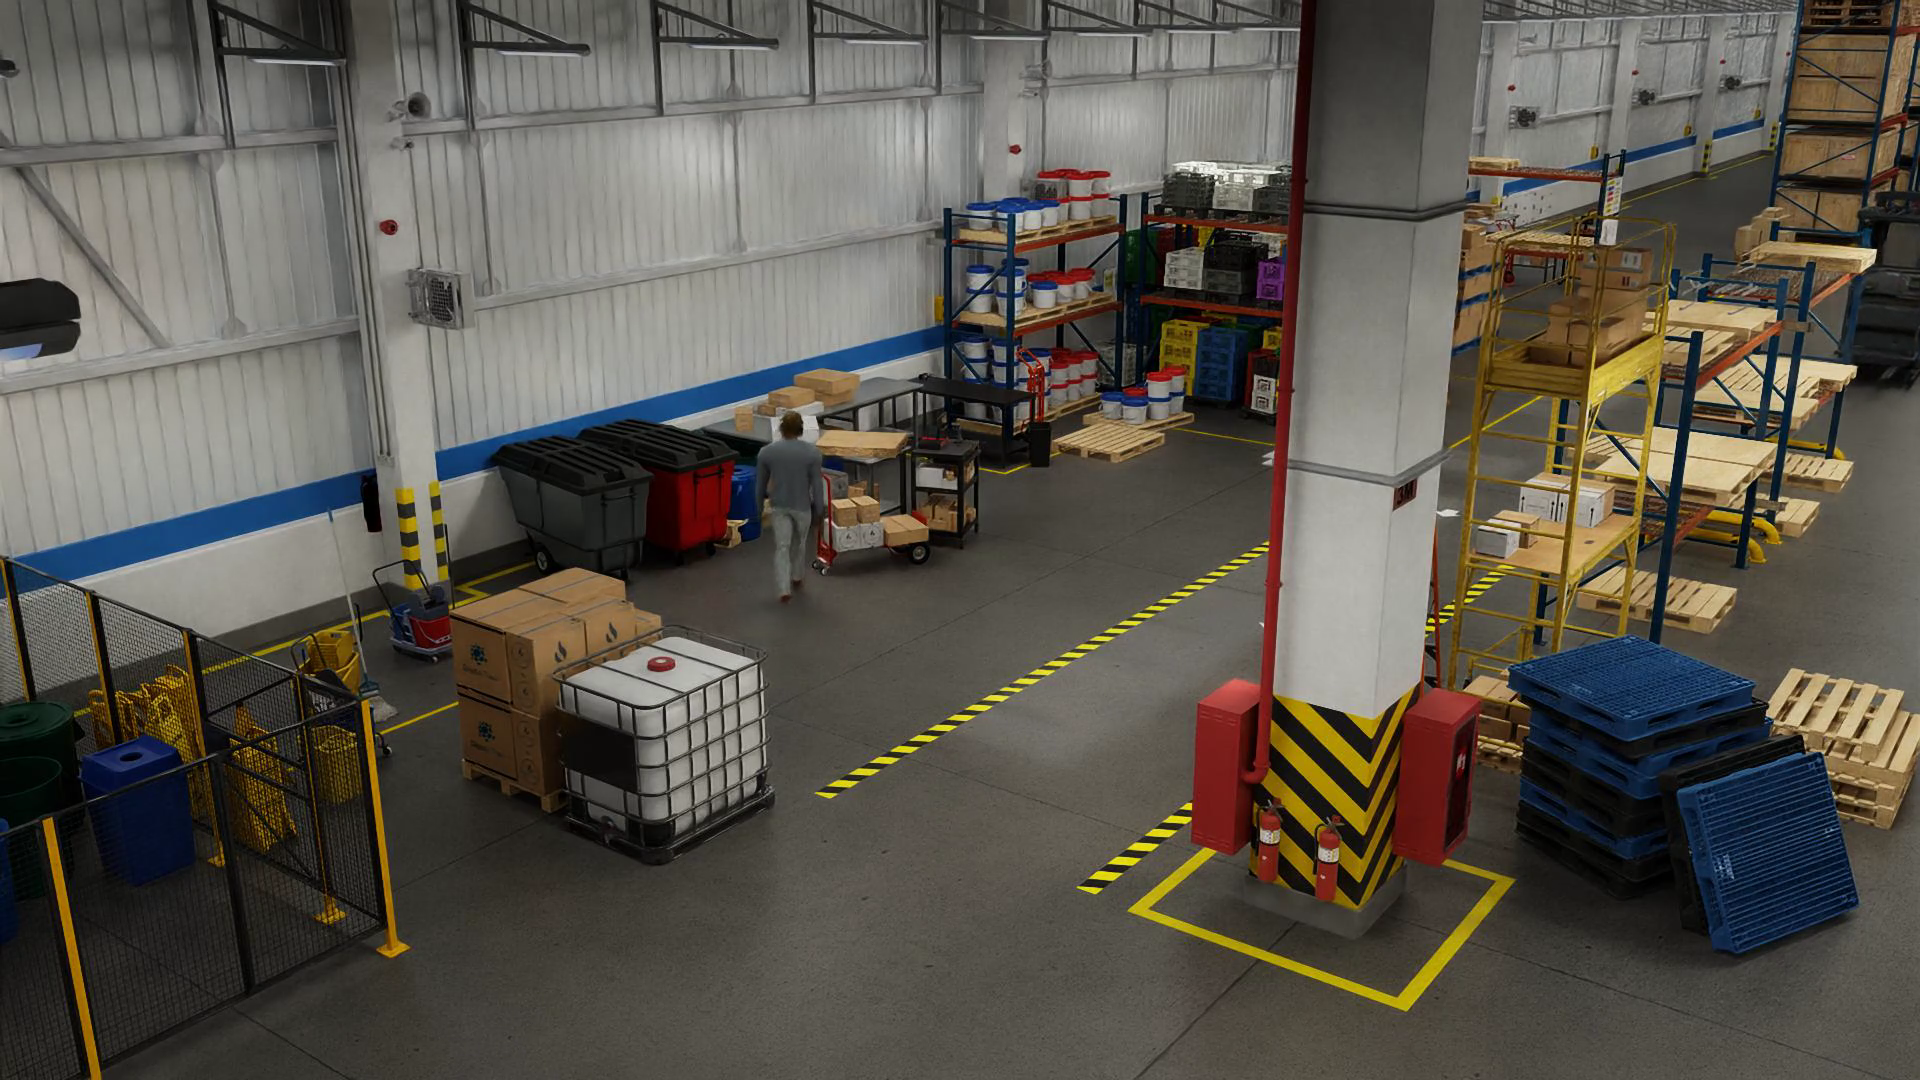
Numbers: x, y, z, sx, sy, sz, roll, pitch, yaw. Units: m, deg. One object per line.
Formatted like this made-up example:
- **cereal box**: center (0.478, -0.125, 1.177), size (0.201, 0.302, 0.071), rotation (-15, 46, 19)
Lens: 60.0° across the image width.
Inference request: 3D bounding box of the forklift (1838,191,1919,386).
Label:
- **forklift**: center (14.513, -3.975, 25.786), size (1.129, 2.768, 1.873), rotation (13, 22, 34)

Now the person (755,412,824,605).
- **person**: center (-1.655, -0.328, 16.220), size (0.675, 1.882, 0.839), rotation (-1, 18, -2)
